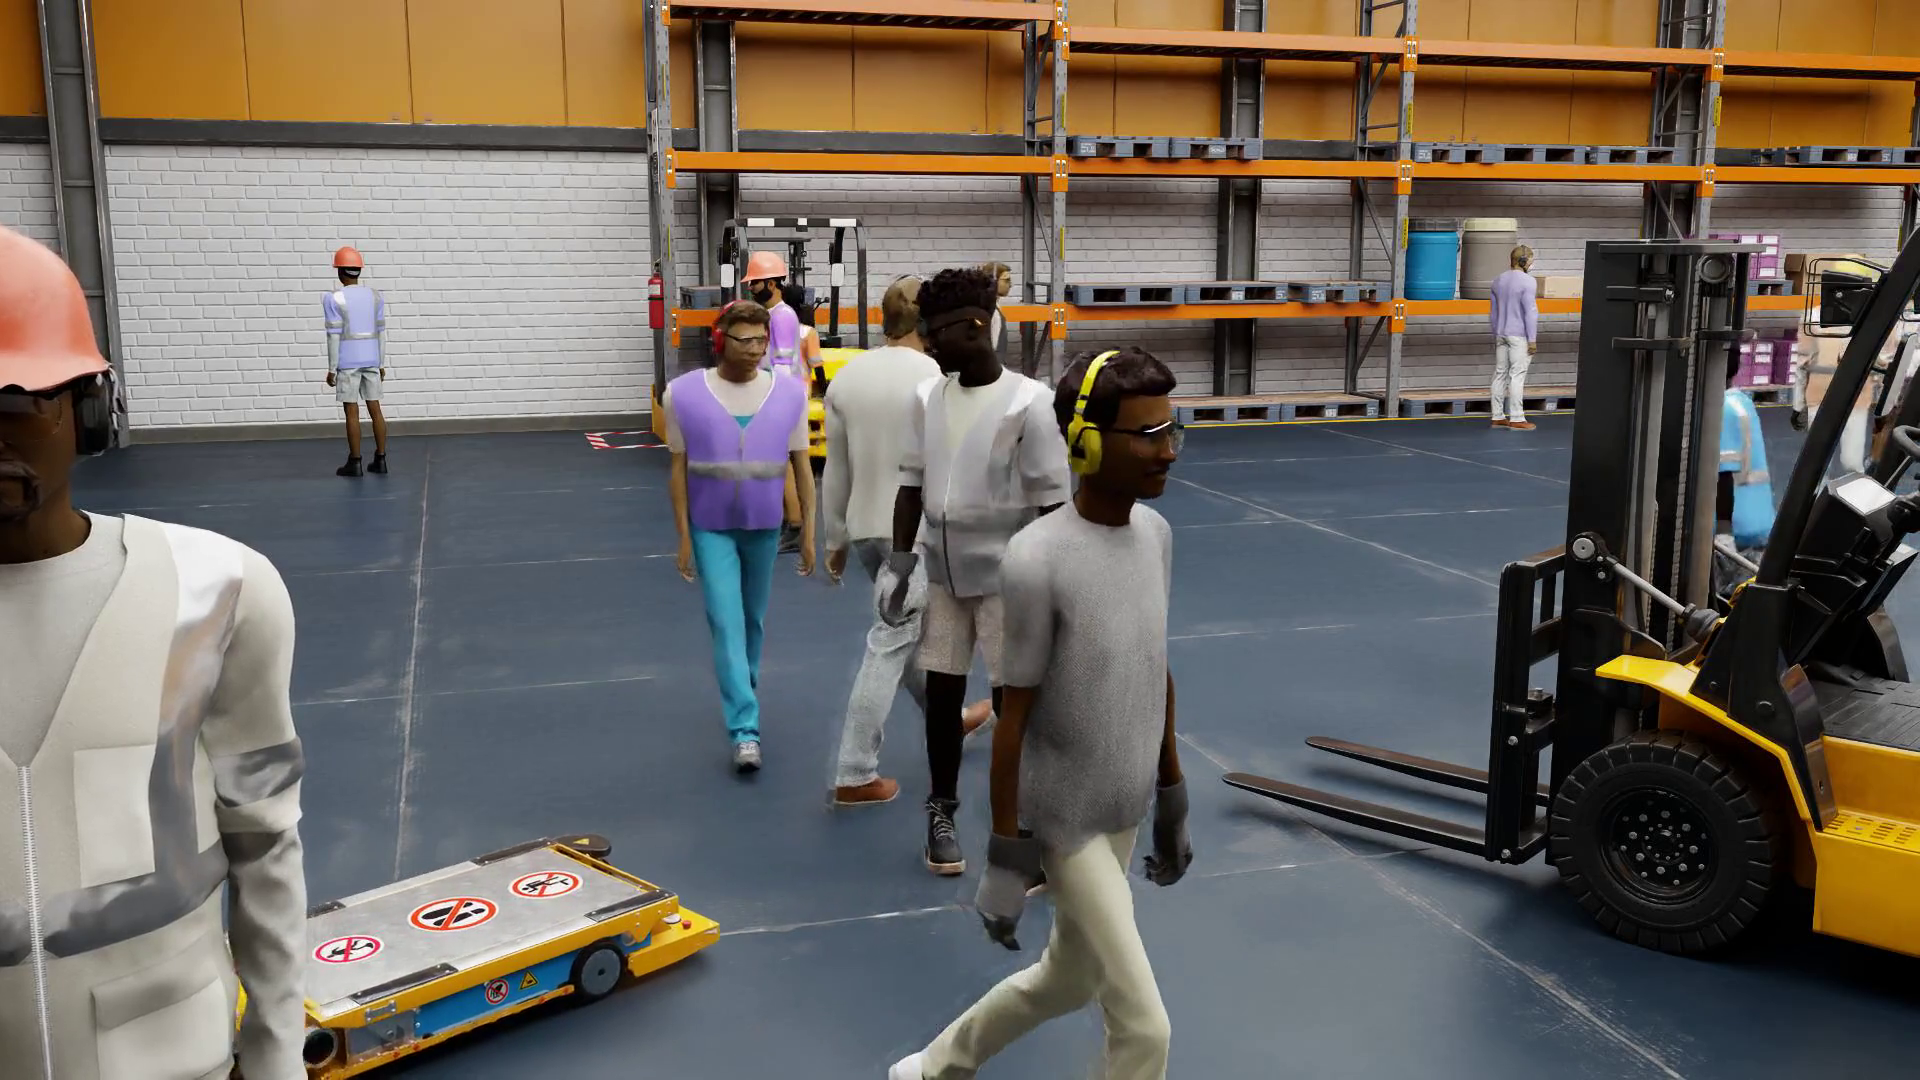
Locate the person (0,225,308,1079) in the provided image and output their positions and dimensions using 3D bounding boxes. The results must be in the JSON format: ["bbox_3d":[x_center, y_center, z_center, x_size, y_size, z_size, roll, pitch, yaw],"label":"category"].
[{"bbox_3d":[-1.083,0.650,2.006,0.605,2.044,0.374,-5,12,-28],"label":"person"}]

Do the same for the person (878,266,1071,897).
[{"bbox_3d":[0.075,0.125,5.180,0.652,1.935,0.464,9,14,40],"label":"person"}]

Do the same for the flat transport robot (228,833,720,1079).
[{"bbox_3d":[-1.401,1.102,4.387,0.652,0.197,1.431,10,14,42],"label":"flat transport robot"}]

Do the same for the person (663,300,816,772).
[{"bbox_3d":[-0.859,-0.041,6.509,0.579,1.784,0.956,-4,11,-20],"label":"person"}]

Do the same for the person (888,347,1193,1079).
[{"bbox_3d":[0.207,0.529,3.267,0.921,1.835,0.531,7,13,35],"label":"person"}]

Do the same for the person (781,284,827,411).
[{"bbox_3d":[-1.207,-1.067,12.436,0.549,1.672,0.747,8,13,37],"label":"person"}]

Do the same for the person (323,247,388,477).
[{"bbox_3d":[-5.127,-1.503,14.098,0.357,1.938,0.542,8,13,38],"label":"person"}]

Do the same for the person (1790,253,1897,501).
[{"bbox_3d":[5.825,-0.927,10.992,0.586,1.917,0.535,8,13,37],"label":"person"}]

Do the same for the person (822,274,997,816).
[{"bbox_3d":[-0.145,-0.008,6.048,0.650,1.881,1.025,9,14,42],"label":"person"}]

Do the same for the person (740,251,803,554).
[{"bbox_3d":[-1.201,-0.874,10.678,0.382,1.933,0.542,-3,11,-14],"label":"person"}]

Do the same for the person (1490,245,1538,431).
[{"bbox_3d":[5.820,-2.115,17.465,0.370,1.934,0.627,-4,11,-23],"label":"person"}]

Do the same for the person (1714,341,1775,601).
[{"bbox_3d":[3.059,-0.028,6.753,0.560,1.656,0.562,8,13,38],"label":"person"}]

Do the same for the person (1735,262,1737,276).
[{"bbox_3d":[5.728,-1.271,13.021,0.671,1.865,0.619,0,10,1],"label":"person"}]

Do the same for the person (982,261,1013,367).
[{"bbox_3d":[0.275,-1.259,13.047,0.401,1.833,0.550,0,10,2],"label":"person"}]

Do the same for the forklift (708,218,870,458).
[{"bbox_3d":[-1.522,-1.778,14.899,1.214,2.155,2.313,-3,11,-17],"label":"forklift"}]

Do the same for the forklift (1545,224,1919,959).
[{"bbox_3d":[2.909,0.117,4.508,2.313,2.155,1.214,9,14,40],"label":"forklift"}]

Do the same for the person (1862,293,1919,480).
[{"bbox_3d":[7.845,-1.404,13.697,0.988,1.889,0.564,-3,11,-16],"label":"person"}]
